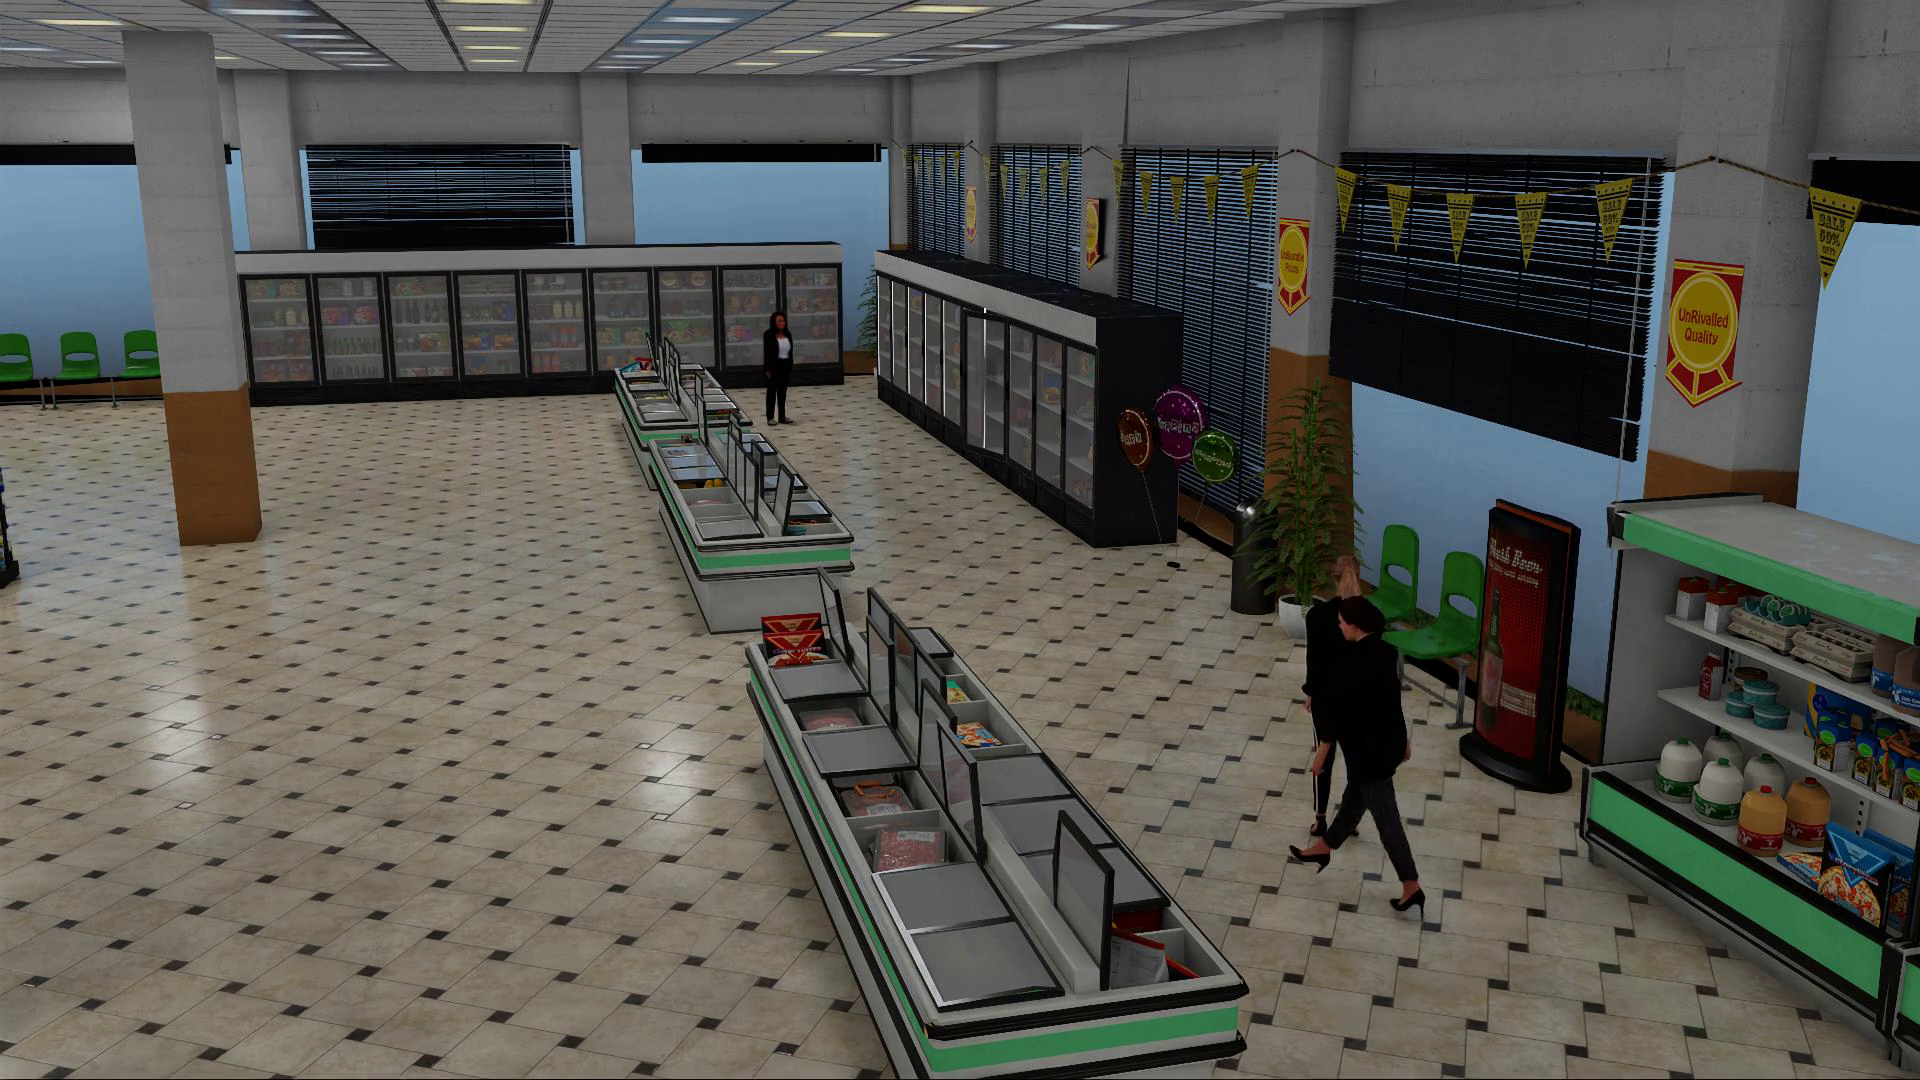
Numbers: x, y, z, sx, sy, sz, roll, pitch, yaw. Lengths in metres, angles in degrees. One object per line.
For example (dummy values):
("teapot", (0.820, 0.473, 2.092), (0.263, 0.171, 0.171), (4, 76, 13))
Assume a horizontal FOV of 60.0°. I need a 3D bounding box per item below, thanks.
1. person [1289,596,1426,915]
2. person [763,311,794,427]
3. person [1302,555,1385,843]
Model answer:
("person", (2.216, 1.166, 8.652), (1.031, 1.664, 1.218), (-11, 18, -39))
("person", (-2.596, -2.445, 23.640), (0.789, 1.616, 0.761), (13, 19, 43))
("person", (2.195, 0.918, 9.585), (0.673, 1.705, 0.649), (1, 14, 6))
